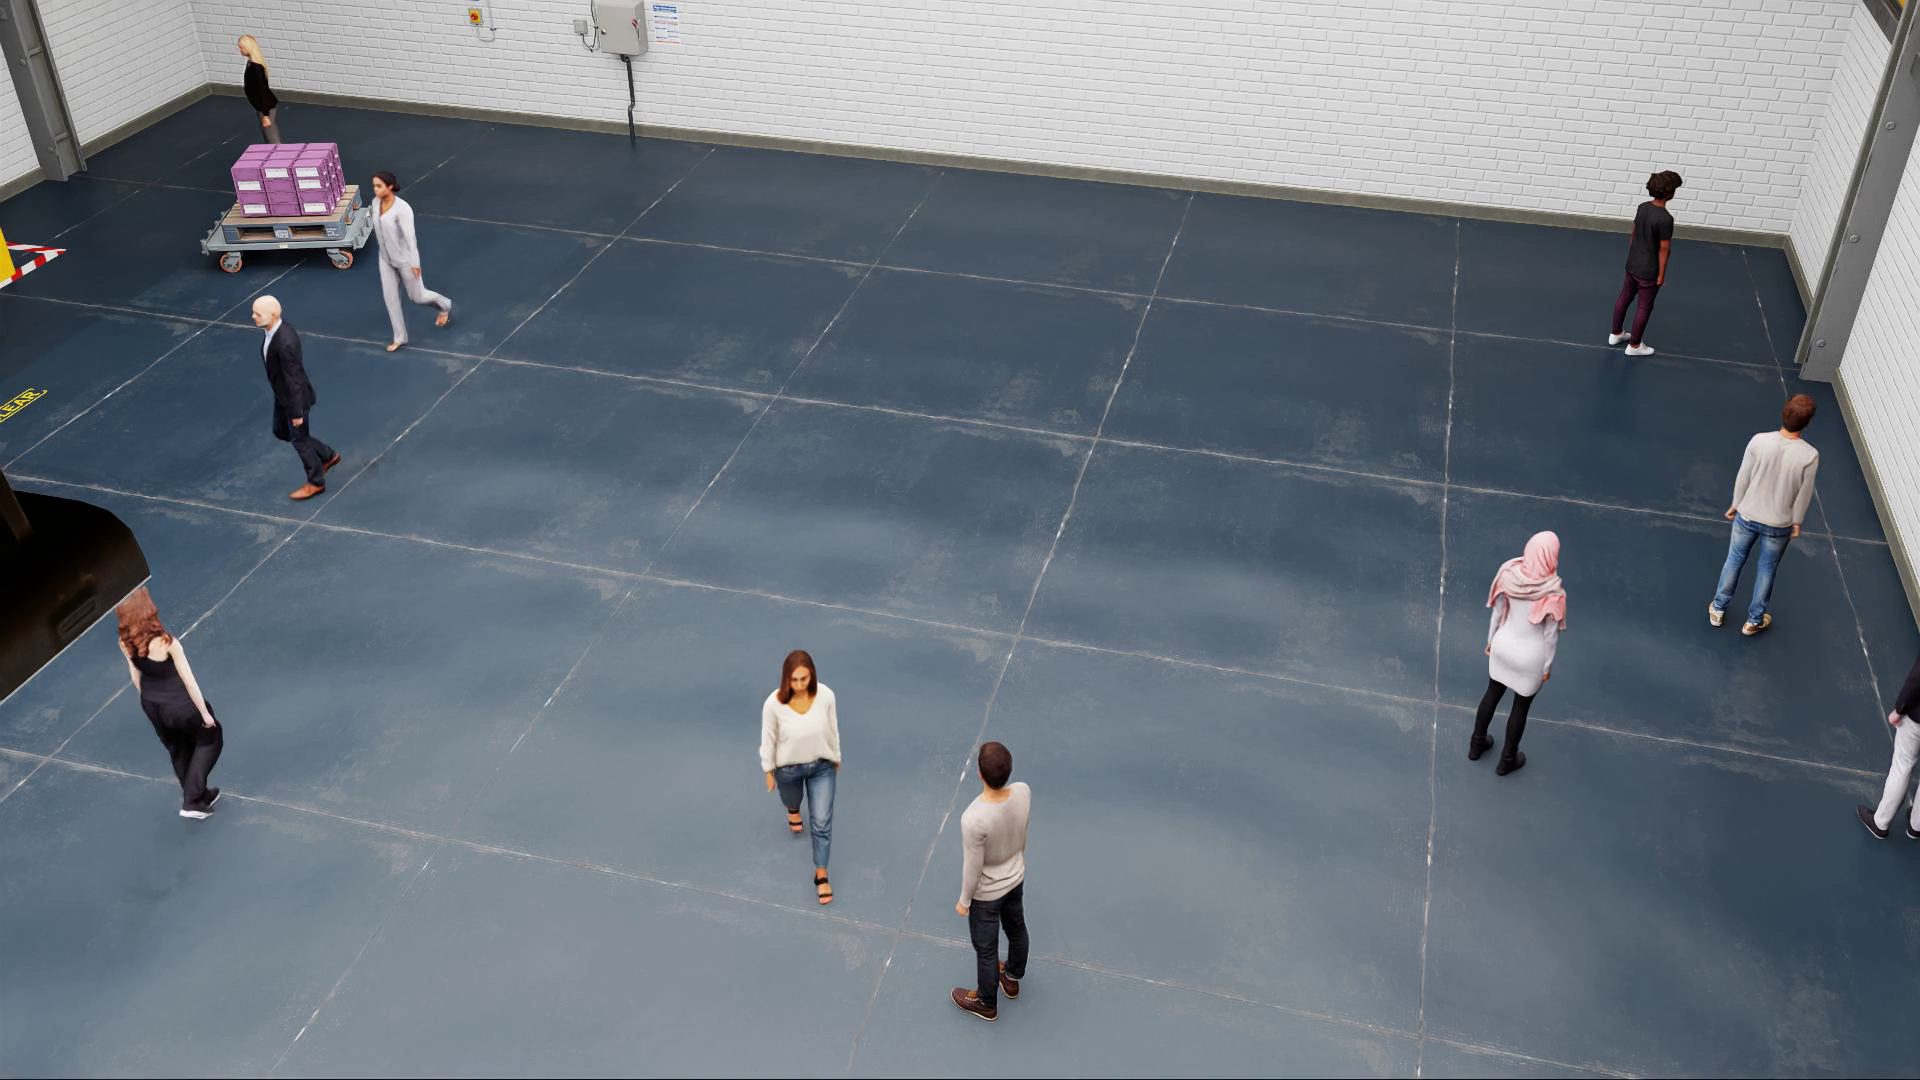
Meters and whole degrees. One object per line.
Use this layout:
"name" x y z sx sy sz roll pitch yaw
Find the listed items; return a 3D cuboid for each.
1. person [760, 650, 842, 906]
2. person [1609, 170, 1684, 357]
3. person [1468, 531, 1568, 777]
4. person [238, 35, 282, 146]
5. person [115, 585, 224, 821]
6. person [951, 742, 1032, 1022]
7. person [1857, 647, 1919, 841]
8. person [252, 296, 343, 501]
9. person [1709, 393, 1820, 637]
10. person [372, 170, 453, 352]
"person" -0.944 1.291 9.886 0.955 1.646 1.164 -7 34 -10
"person" 6.455 -2.618 15.641 0.779 1.784 0.695 -12 35 -17
"person" 3.563 0.721 10.602 0.751 1.801 0.725 -27 42 -34
"person" -7.886 -4.845 18.939 0.744 1.843 0.682 -17 37 -24
"person" -4.848 1.069 10.134 0.659 1.740 0.745 4 34 6
"person" 0.187 1.824 8.883 0.805 1.867 0.675 27 42 35
"person" 5.904 1.063 10.054 0.673 1.840 0.579 5 34 7
"person" -5.338 -1.187 13.485 0.940 1.788 0.885 -21 39 -28
"person" 5.745 -0.173 11.854 0.746 1.905 0.727 24 40 31
"person" -5.275 -2.698 15.827 0.776 1.712 1.095 16 37 22
